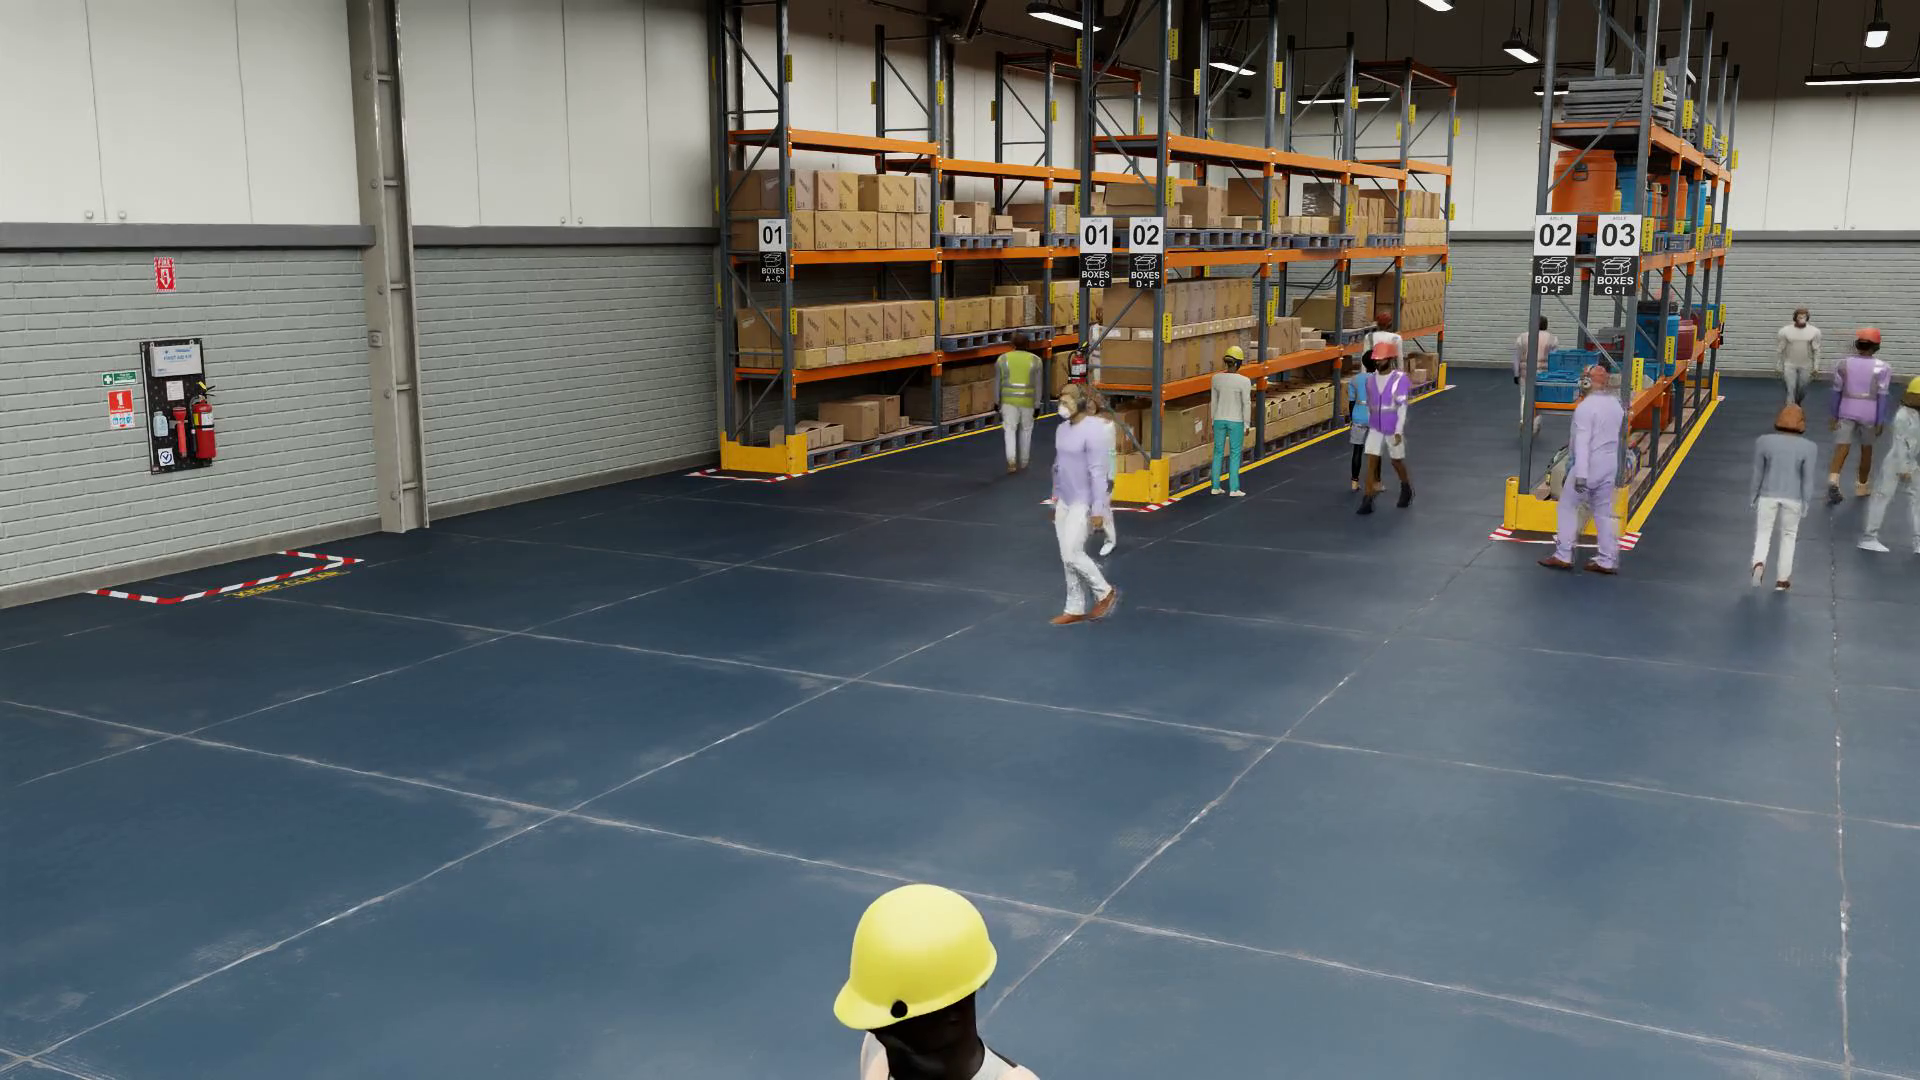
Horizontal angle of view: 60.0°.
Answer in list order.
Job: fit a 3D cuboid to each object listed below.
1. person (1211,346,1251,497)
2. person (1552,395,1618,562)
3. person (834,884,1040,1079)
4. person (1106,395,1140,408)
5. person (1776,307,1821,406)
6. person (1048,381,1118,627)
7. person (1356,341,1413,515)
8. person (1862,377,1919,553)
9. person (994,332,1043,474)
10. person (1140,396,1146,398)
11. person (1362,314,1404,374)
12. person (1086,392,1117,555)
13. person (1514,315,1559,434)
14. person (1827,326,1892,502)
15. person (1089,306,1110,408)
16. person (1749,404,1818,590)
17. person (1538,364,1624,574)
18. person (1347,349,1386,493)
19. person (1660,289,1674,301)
[{"bbox_3d":[3.155,-1.378,19.379,0.518,1.757,0.340,8,13,35],"label":"person"},{"bbox_3d":[5.902,-0.610,15.638,0.536,1.590,0.869,-6,12,-32],"label":"person"},{"bbox_3d":[-0.038,1.536,3.052,0.382,1.917,0.585,-8,13,-37],"label":"person"},{"bbox_3d":[2.225,-2.048,22.787,0.505,1.847,0.344,5,12,27],"label":"person"},{"bbox_3d":[13.369,-2.776,26.584,0.634,1.915,0.787,3,11,16],"label":"person"},{"bbox_3d":[0.912,-0.265,12.851,0.475,1.922,0.648,-4,11,-23],"label":"person"},{"bbox_3d":[4.710,-1.251,18.314,0.546,1.900,0.945,9,13,39],"label":"person"},{"bbox_3d":[9.026,-0.692,15.773,0.489,1.699,0.840,-6,12,-31],"label":"person"},{"bbox_3d":[0.749,-1.763,21.352,0.627,1.813,0.886,0,10,2],"label":"person"},{"bbox_3d":[3.020,-2.753,26.996,0.325,1.719,0.642,1,10,5],"label":"person"},{"bbox_3d":[6.513,-2.557,25.586,0.607,1.829,0.991,4,11,22],"label":"person"},{"bbox_3d":[1.233,-0.596,15.573,0.554,1.591,0.884,5,11,25],"label":"person"},{"bbox_3d":[8.836,-2.533,25.487,0.648,1.824,0.452,5,11,25],"label":"person"},{"bbox_3d":[10.267,-1.439,19.031,0.974,2.013,0.615,-10,14,-43],"label":"person"},{"bbox_3d":[2.368,-2.953,27.640,0.602,1.870,0.446,6,12,31],"label":"person"},{"bbox_3d":[6.978,-0.349,14.145,0.508,1.616,0.550,7,12,33],"label":"person"},{"bbox_3d":[5.616,-0.643,15.024,0.674,1.880,0.753,-8,13,-37],"label":"person"},{"bbox_3d":[4.844,-1.405,19.682,0.535,1.700,0.318,6,12,31],"label":"person"},{"bbox_3d":[14.405,-4.196,34.245,0.367,1.959,0.764,-4,11,-21],"label":"person"}]
